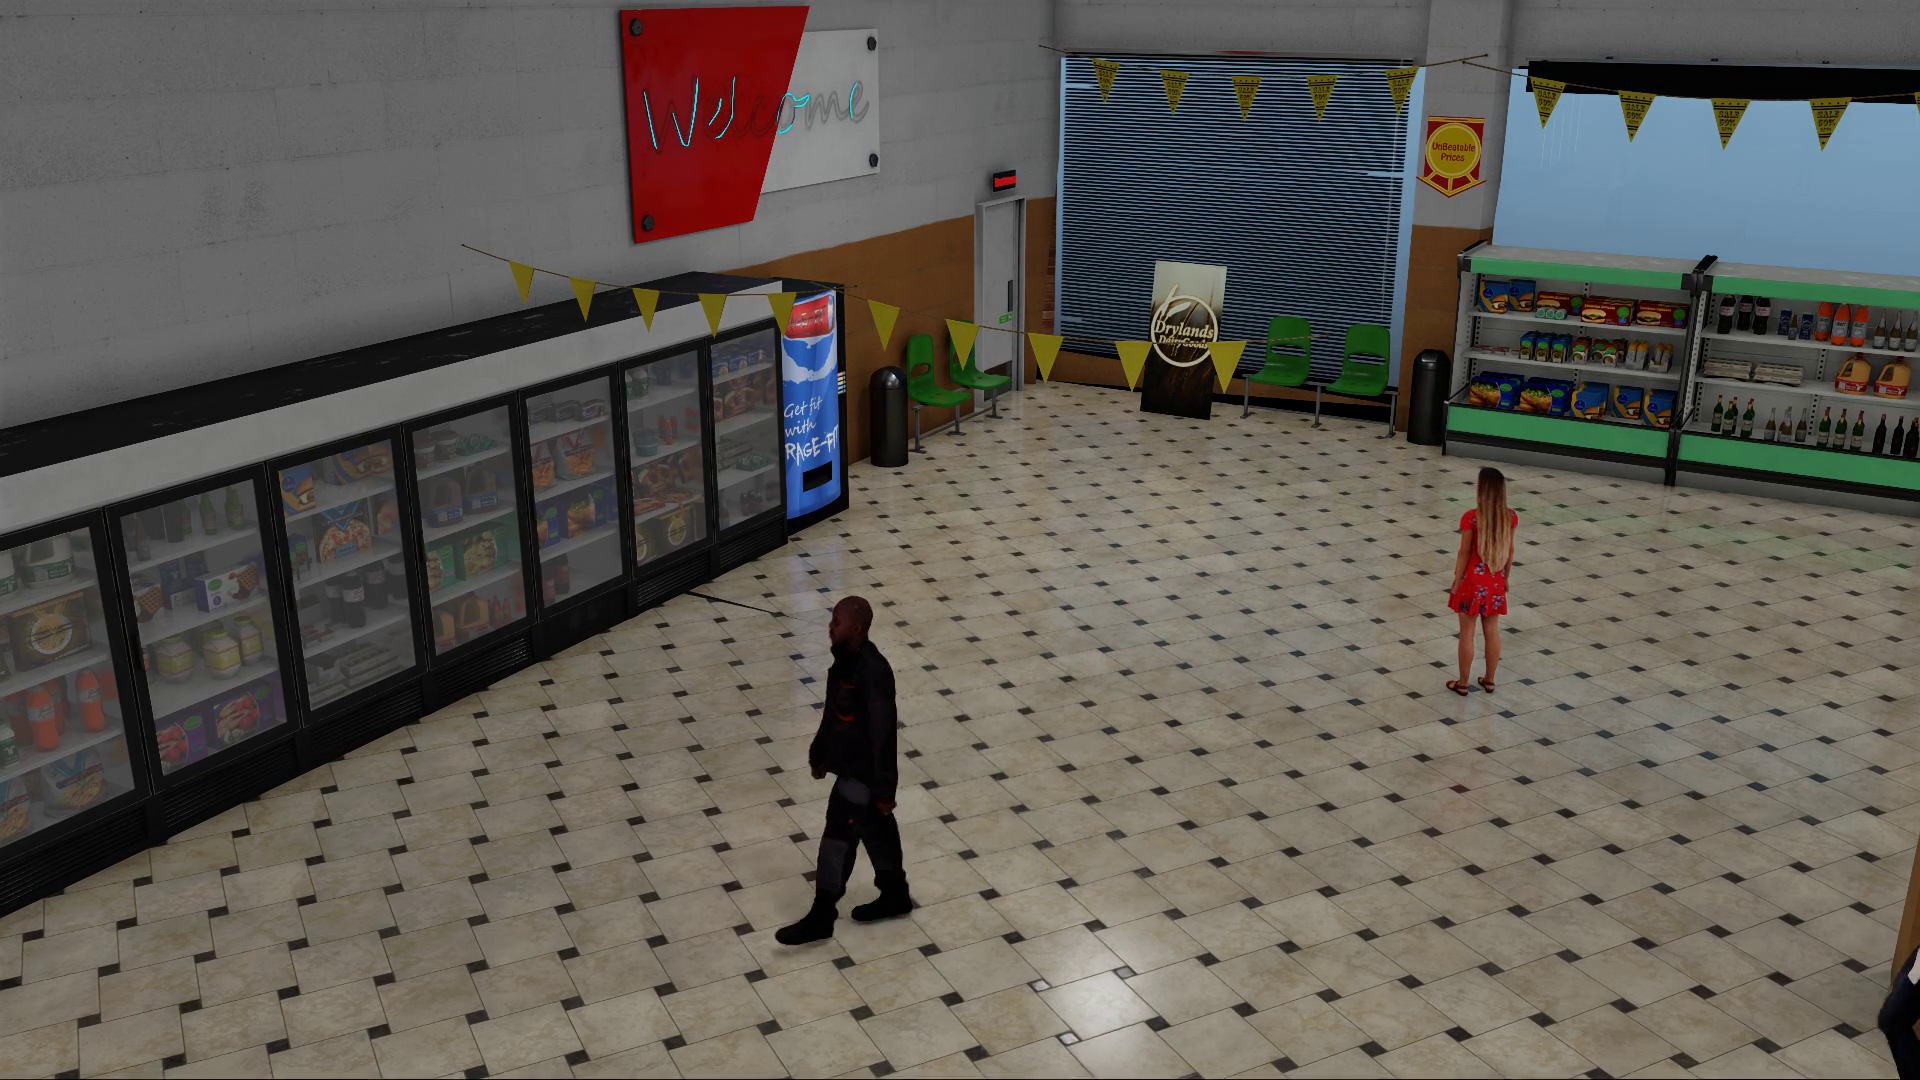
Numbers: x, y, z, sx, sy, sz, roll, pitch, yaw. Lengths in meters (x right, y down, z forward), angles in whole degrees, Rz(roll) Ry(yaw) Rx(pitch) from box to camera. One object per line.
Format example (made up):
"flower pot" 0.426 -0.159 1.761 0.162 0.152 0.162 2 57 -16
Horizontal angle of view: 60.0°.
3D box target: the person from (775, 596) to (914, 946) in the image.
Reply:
"person" -0.401 1.132 8.399 1.141 1.803 1.108 -7 20 -20

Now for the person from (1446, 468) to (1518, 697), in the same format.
"person" 3.526 0.282 11.247 0.657 1.593 0.727 -4 19 -10
